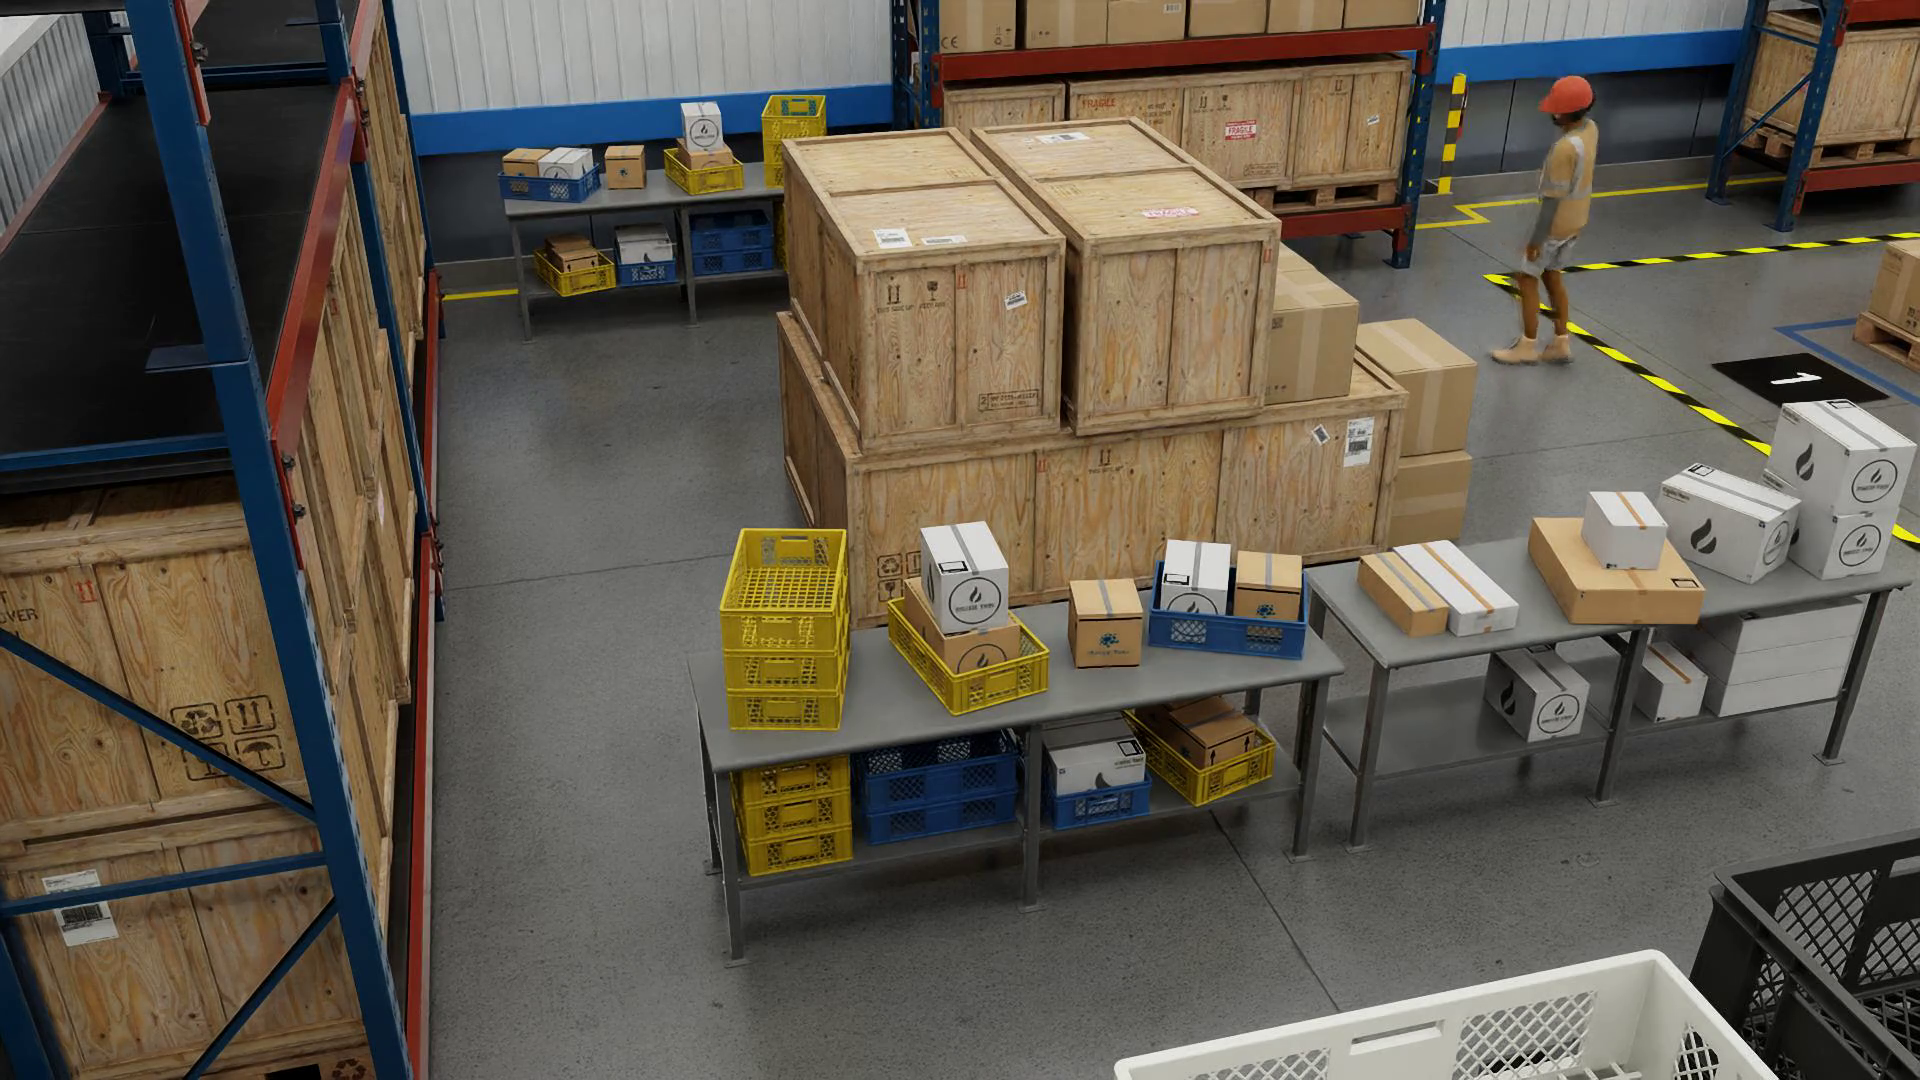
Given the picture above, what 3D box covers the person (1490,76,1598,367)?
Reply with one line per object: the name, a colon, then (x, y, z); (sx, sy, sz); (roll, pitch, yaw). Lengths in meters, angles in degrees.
person: (4.010, -2.100, 11.157); (0.409, 2.025, 0.636); (21, 35, 33)
